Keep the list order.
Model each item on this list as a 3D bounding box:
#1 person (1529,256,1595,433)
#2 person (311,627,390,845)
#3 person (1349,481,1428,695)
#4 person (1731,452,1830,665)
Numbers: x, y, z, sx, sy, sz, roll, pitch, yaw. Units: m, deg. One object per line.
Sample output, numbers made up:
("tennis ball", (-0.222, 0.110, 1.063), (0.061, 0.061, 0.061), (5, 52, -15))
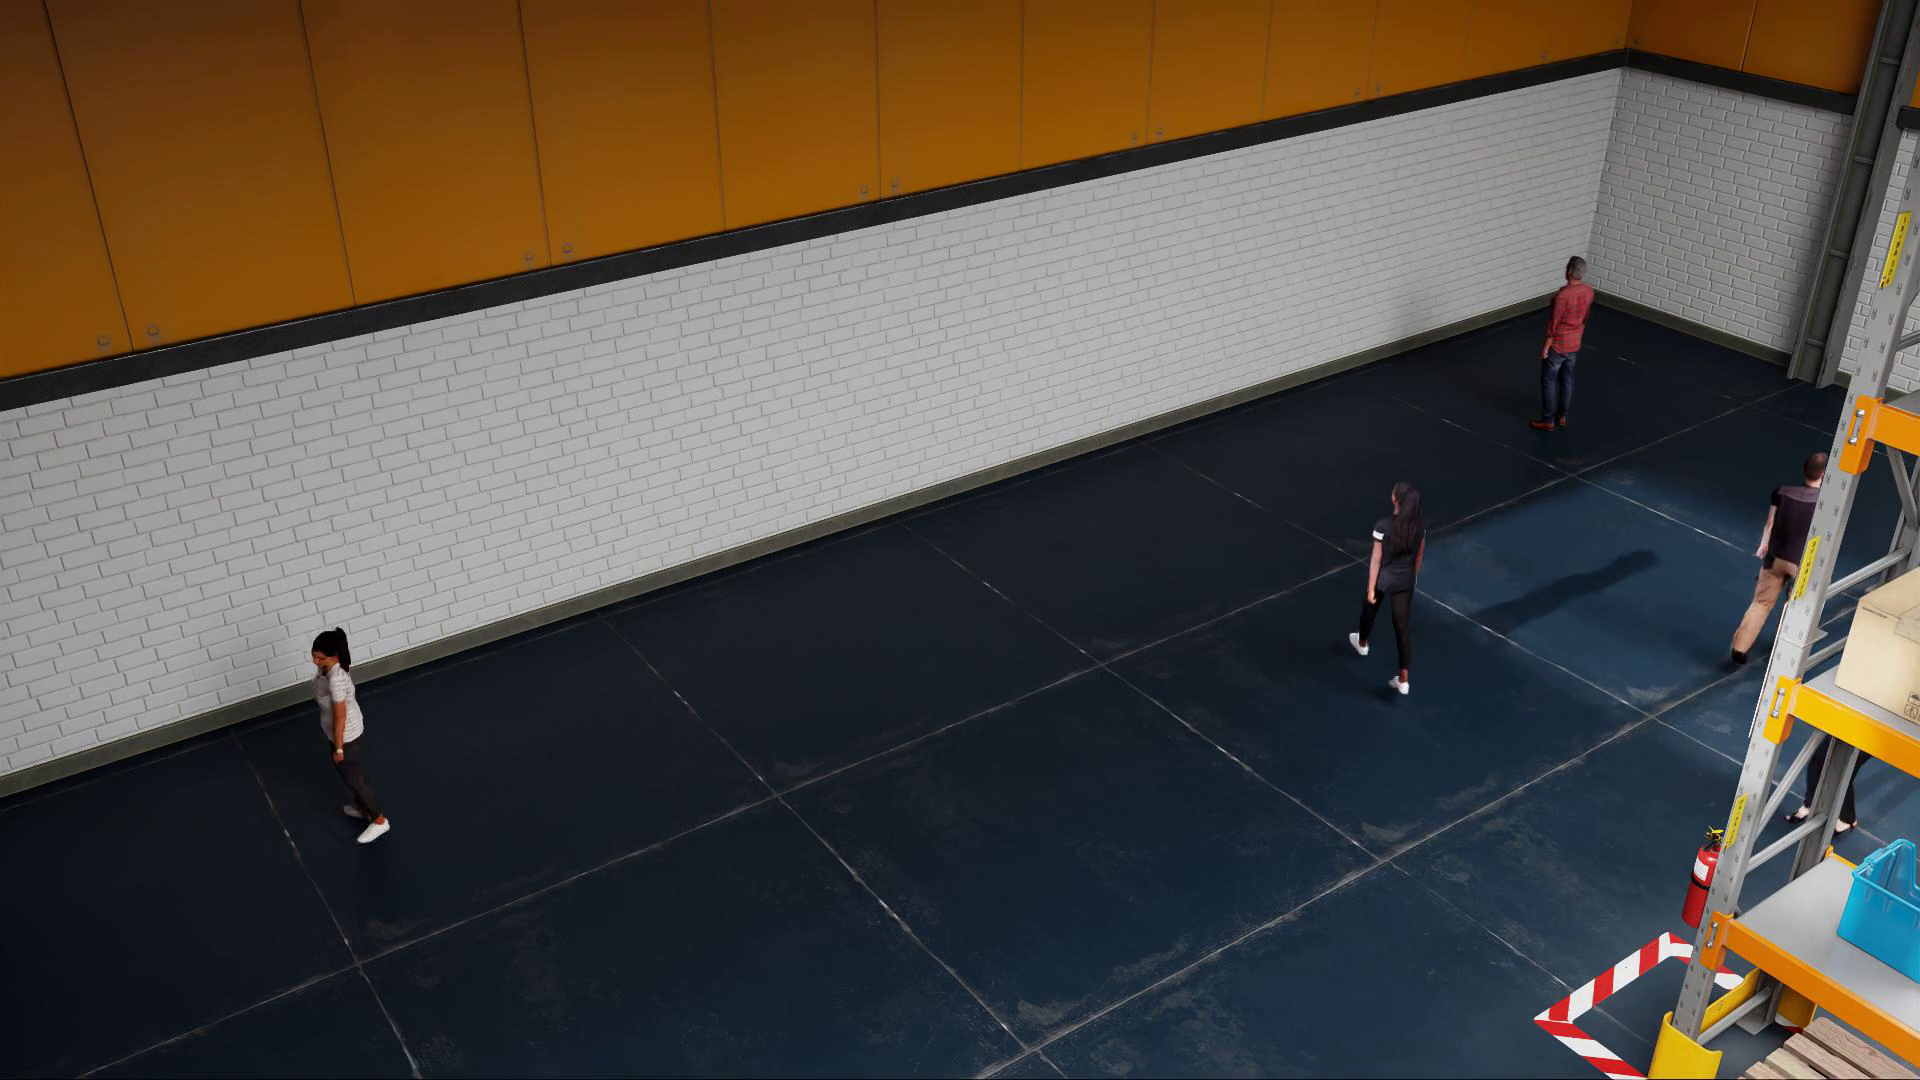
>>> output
("person", (6.192, -2.019, 17.063), (0.731, 1.835, 0.642), (-15, 32, -25))
("person", (-4.167, 1.266, 11.261), (0.770, 1.624, 0.570), (-2, 29, -3))
("person", (3.370, 0.383, 12.817), (0.966, 1.684, 1.271), (-5, 29, -10))
("person", (6.480, 0.185, 13.047), (1.146, 1.811, 0.888), (24, 37, 37))
